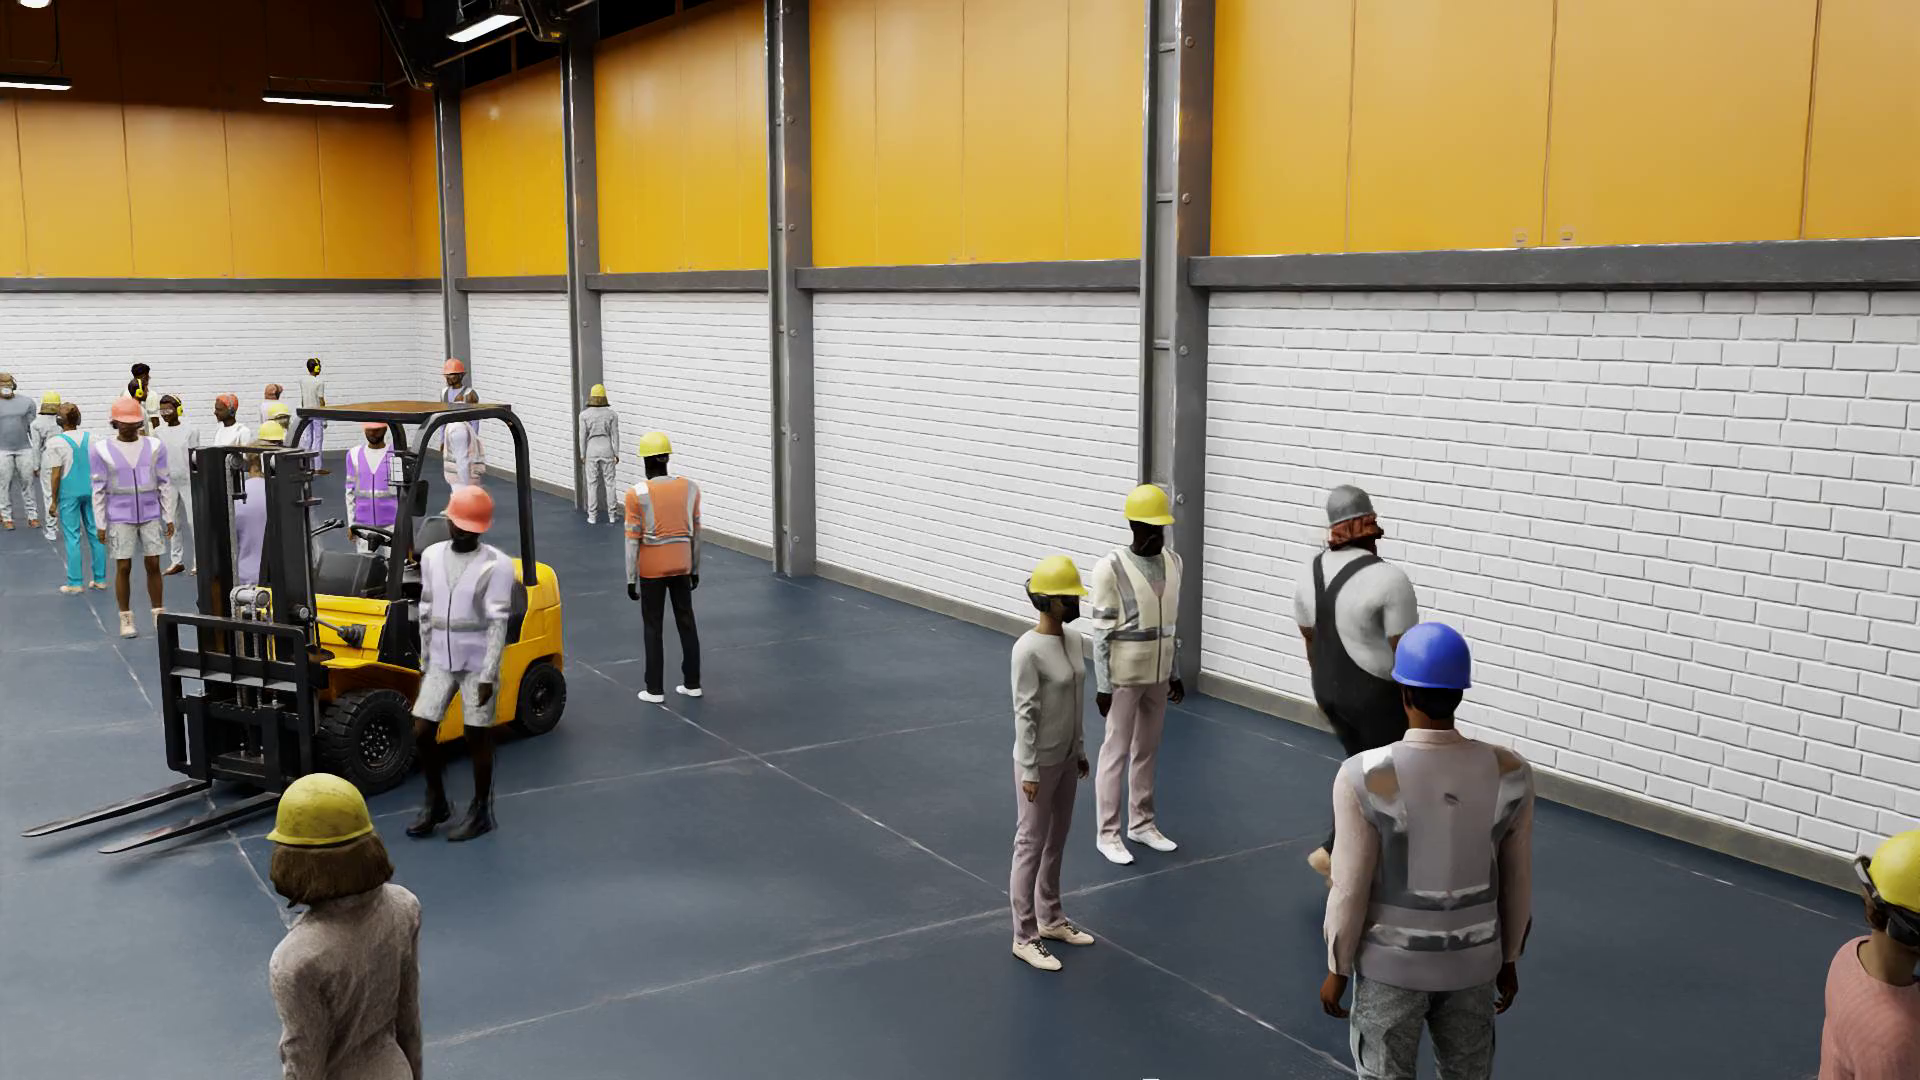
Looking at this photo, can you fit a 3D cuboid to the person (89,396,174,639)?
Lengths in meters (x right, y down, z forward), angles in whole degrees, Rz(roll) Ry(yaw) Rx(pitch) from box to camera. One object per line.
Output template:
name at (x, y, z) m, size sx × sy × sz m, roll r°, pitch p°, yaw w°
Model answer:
person at (-6.907, -0.188, 13.917) m, size 0.611 × 2.032 × 0.411 m, roll -7°, pitch 11°, yaw -39°

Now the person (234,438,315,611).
person at (-4.600, 0.291, 11.038) m, size 0.632 × 1.930 × 0.377 m, roll -7°, pitch 11°, yaw -38°

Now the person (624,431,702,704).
person at (-2.100, 0.194, 11.722) m, size 0.594 × 1.917 × 0.397 m, roll -6°, pitch 10°, yaw -36°

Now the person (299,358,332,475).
person at (-10.252, -1.956, 26.414) m, size 0.502 × 1.861 × 0.328 m, roll 4°, pitch 9°, yaw 24°

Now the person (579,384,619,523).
person at (-4.527, -1.082, 20.894) m, size 0.494 × 1.743 × 0.308 m, roll -2°, pitch 9°, yaw -14°

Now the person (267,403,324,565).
person at (-6.824, -0.495, 16.905) m, size 0.619 × 1.794 × 0.667 m, roll 4°, pitch 9°, yaw 26°

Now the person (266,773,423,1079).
person at (-1.496, 1.417, 4.055) m, size 0.324 × 1.740 × 0.492 m, roll 3°, pitch 9°, yaw 17°

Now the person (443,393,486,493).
person at (-5.208, -0.625, 17.513) m, size 0.429 × 1.837 × 0.633 m, roll -3°, pitch 9°, yaw -18°

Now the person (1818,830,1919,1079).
person at (2.019, 1.473, 3.647) m, size 0.342 × 1.752 × 0.534 m, roll 3°, pitch 9°, yaw 21°

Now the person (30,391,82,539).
person at (-10.614, -0.880, 19.531) m, size 0.493 × 1.743 × 0.312 m, roll -6°, pitch 10°, yaw -35°

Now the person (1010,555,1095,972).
person at (0.400, 0.942, 7.174) m, size 0.305 × 1.771 × 0.525 m, roll 5°, pitch 10°, yaw 30°

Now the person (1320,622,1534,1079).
person at (1.342, 1.201, 4.818) m, size 0.616 × 1.945 × 0.398 m, roll -1°, pitch 9°, yaw -9°

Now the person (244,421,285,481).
person at (-6.032, -0.170, 14.674) m, size 0.311 × 1.769 × 0.525 m, roll 7°, pitch 11°, yaw 38°

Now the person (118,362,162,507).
person at (-10.981, -1.400, 22.341) m, size 0.602 × 1.957 × 0.385 m, roll 2°, pitch 9°, yaw 16°

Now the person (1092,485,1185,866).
person at (0.927, 0.672, 8.457) m, size 0.591 × 1.925 × 0.385 m, roll -7°, pitch 11°, yaw -38°

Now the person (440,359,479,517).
person at (-6.446, -1.301, 21.350) m, size 0.607 × 2.048 × 0.370 m, roll 4°, pitch 9°, yaw 25°

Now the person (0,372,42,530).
person at (-11.549, -1.076, 20.253) m, size 0.635 × 1.928 × 0.382 m, roll -7°, pitch 11°, yaw -41°

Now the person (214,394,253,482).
person at (-7.252, -0.513, 16.589) m, size 0.584 × 1.882 × 0.347 m, roll 6°, pitch 10°, yaw 36°

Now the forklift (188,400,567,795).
forklift at (-3.529, 0.258, 10.348) m, size 1.214 × 2.155 × 2.313 m, roll 4°, pitch 9°, yaw 25°

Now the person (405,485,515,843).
person at (-2.613, 0.659, 8.664) m, size 0.585 × 1.901 × 0.485 m, roll 3°, pitch 9°, yaw 17°

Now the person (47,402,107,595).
person at (-8.469, -0.398, 15.941) m, size 0.343 × 1.847 × 0.506 m, roll 6°, pitch 10°, yaw 34°

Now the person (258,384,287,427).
person at (-9.499, -1.349, 23.069) m, size 0.518 × 1.633 × 0.311 m, roll 3°, pitch 9°, yaw 22°

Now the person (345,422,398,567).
person at (-4.932, -0.173, 14.117) m, size 0.545 × 1.938 × 0.351 m, roll -1°, pitch 8°, yaw -5°

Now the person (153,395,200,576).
person at (-7.971, -0.556, 16.972) m, size 0.512 × 1.861 × 0.325 m, roll 1°, pitch 8°, yaw 4°

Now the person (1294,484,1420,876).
person at (1.950, 0.700, 7.885) m, size 0.625 × 2.000 × 0.754 m, roll -4°, pitch 9°, yaw -24°
